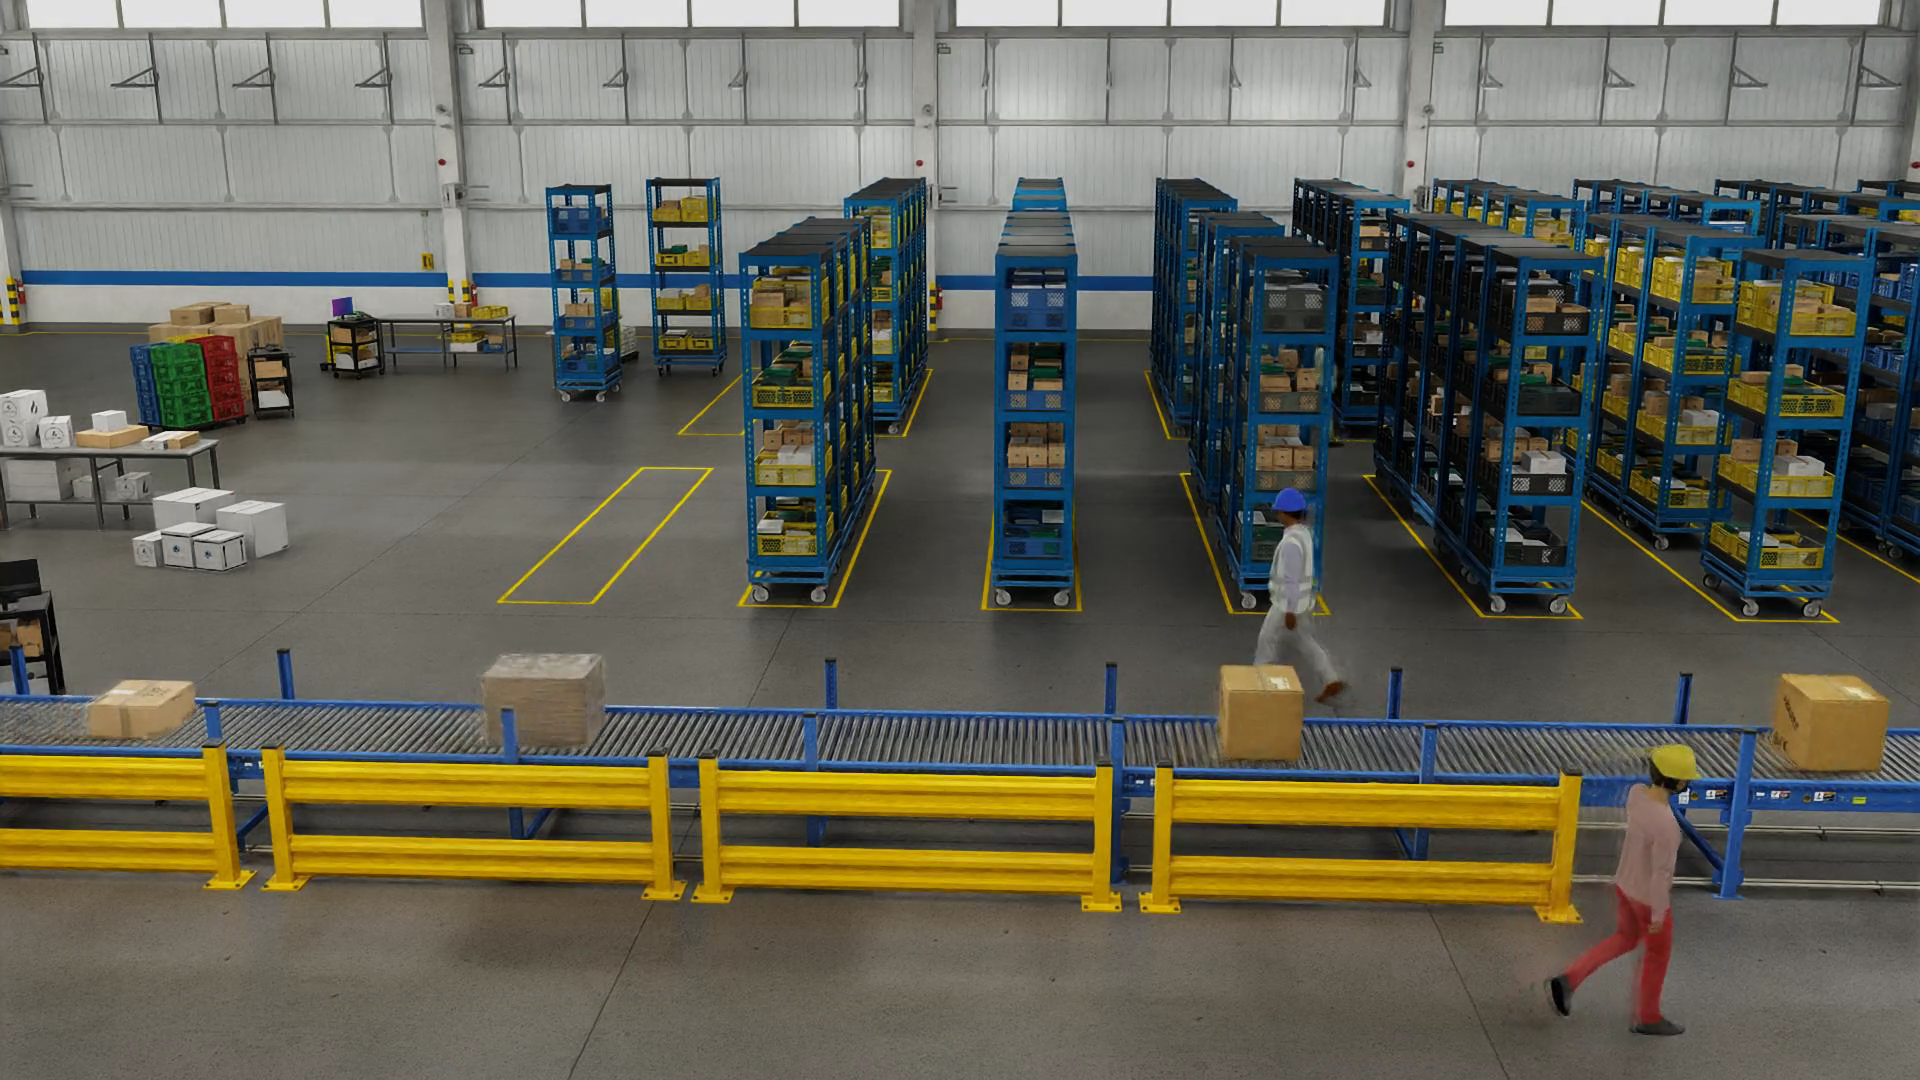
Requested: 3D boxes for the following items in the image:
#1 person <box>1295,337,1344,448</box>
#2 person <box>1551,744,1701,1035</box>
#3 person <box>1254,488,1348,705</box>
[{"bbox_3d":[5.247,-2.211,24.334,0.822,1.804,0.602,-1,15,-3],"label":"person"},{"bbox_3d":[3.688,1.917,9.117,0.659,1.738,0.519,-1,15,-5],"label":"person"},{"bbox_3d":[2.855,0.490,14.114,0.972,1.910,0.627,6,16,21],"label":"person"}]
